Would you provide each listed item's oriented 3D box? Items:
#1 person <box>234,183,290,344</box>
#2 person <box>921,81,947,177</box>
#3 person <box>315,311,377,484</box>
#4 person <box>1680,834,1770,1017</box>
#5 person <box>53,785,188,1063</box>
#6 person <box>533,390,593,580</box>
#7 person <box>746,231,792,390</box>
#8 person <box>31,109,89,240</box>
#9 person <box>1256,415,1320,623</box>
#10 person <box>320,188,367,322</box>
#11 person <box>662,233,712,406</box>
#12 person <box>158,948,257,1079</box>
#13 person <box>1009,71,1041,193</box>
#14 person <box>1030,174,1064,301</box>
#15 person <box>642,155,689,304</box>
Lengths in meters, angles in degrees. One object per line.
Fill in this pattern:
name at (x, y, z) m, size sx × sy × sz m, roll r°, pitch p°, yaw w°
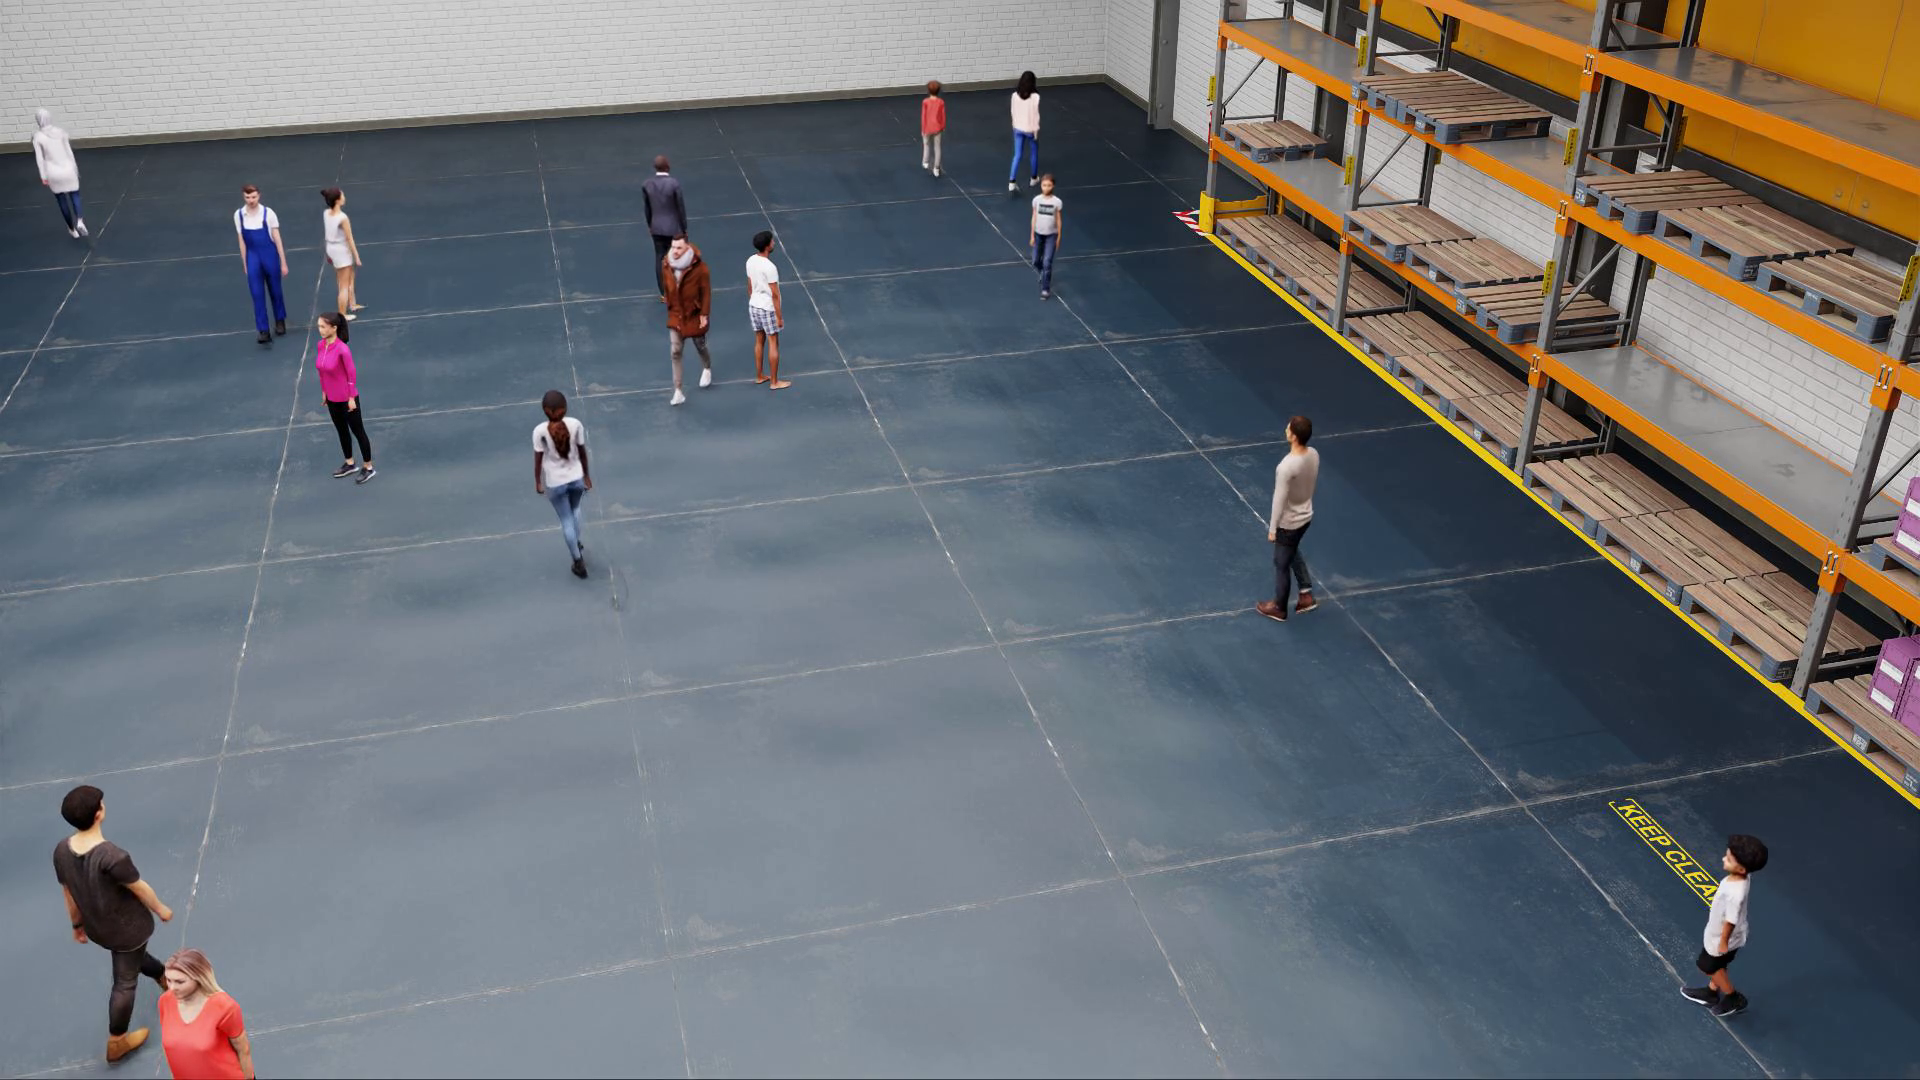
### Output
person at (-8.040, -3.253, 19.239) m, size 0.639 × 1.825 × 1.019 m, roll -7°, pitch 29°, yaw -12°
person at (-0.393, -6.176, 25.050) m, size 0.607 × 1.392 × 0.892 m, roll -4°, pitch 29°, yaw -7°
person at (-5.918, -1.384, 15.946) m, size 0.687 × 1.699 × 0.741 m, roll 14°, pitch 31°, yaw 24°
person at (4.547, 2.272, 9.711) m, size 0.698 × 1.252 × 0.634 m, roll 18°, pitch 33°, yaw 29°
person at (-4.828, 2.199, 9.406) m, size 1.000 × 1.672 × 1.147 m, roll 10°, pitch 30°, yaw 17°
person at (-3.346, -0.452, 14.228) m, size 0.749 × 1.709 × 0.894 m, roll -17°, pitch 33°, yaw -28°
person at (-2.102, -2.486, 17.930) m, size 0.766 × 1.734 × 0.627 m, roll -23°, pitch 36°, yaw -35°
person at (-12.027, -4.875, 22.272) m, size 0.773 × 1.769 × 0.904 m, roll -17°, pitch 33°, yaw -29°
person at (2.763, -0.131, 13.477) m, size 0.923 × 1.863 × 0.856 m, roll 24°, pitch 37°, yaw 37°
person at (-7.396, -3.350, 19.659) m, size 0.778 × 1.596 × 0.832 m, roll 20°, pitch 34°, yaw 32°
person at (-2.857, -2.391, 17.693) m, size 0.997 × 1.794 × 1.251 m, roll 5°, pitch 29°, yaw 9°
person at (-3.745, 2.736, 8.397) m, size 0.666 × 1.694 × 0.653 m, roll 4°, pitch 29°, yaw 7°
person at (0.907, -5.894, 24.183) m, size 1.113 × 1.729 × 1.210 m, roll 14°, pitch 31°, yaw 23°
person at (1.062, -3.772, 20.473) m, size 0.734 × 1.556 × 0.844 m, roll 7°, pitch 29°, yaw 13°
person at (-3.556, -3.765, 20.184) m, size 0.798 × 1.820 × 0.815 m, roll 9°, pitch 30°, yaw 16°
